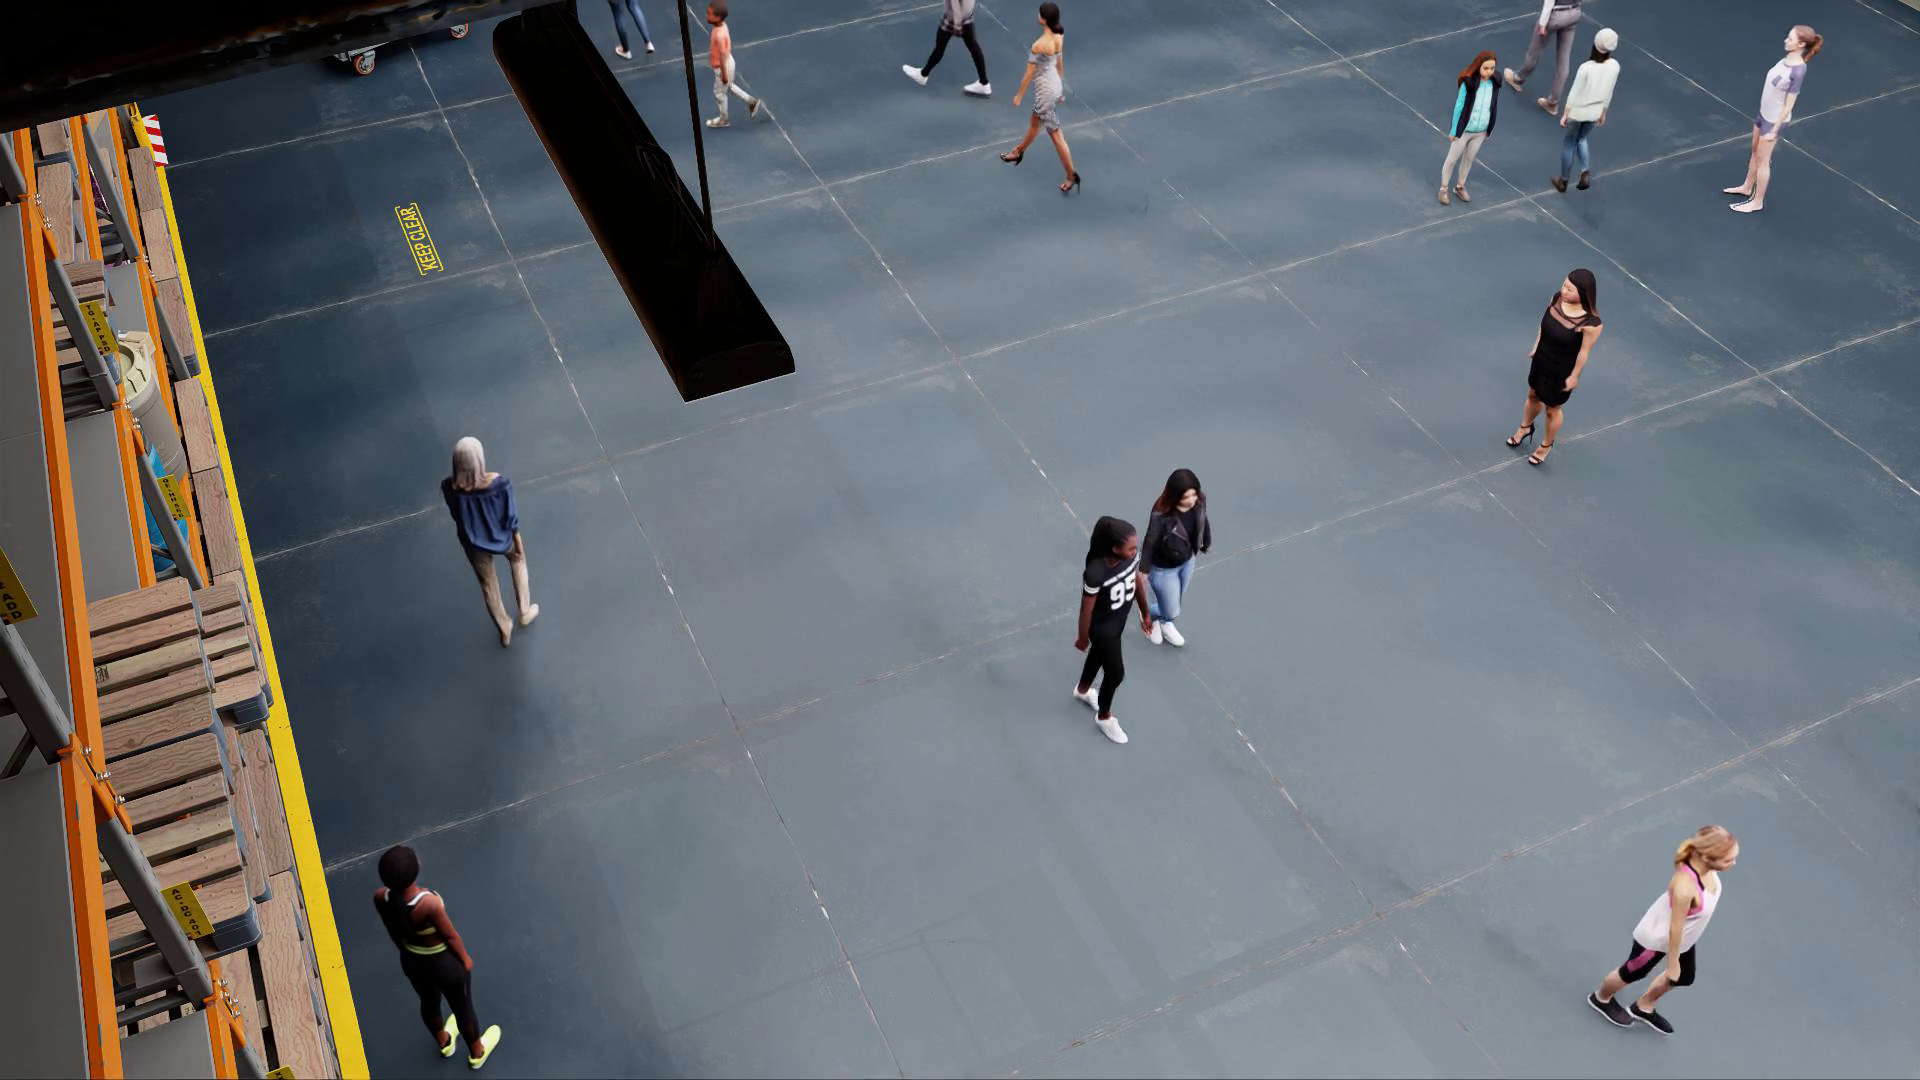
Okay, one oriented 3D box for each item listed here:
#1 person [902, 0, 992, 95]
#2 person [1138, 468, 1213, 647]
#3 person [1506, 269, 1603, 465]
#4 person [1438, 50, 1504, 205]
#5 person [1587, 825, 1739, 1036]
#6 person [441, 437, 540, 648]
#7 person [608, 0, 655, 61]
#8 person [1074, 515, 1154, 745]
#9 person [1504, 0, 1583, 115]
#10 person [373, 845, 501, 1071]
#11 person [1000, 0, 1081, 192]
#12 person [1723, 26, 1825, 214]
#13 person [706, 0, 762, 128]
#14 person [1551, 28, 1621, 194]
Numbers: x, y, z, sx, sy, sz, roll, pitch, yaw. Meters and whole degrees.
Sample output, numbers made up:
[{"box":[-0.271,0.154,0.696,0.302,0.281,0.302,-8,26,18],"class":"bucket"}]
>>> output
[{"box":[0.085,-5.218,16.542,1.205,1.729,1.123,15,46,15],"class":"person"},{"box":[1.348,0.112,11.024,0.790,1.625,0.720,-32,52,-29],"class":"person"},{"box":[4.463,-1.305,12.444,0.699,1.718,0.519,-17,46,-17],"class":"person"},{"box":[4.669,-3.786,15.207,0.624,1.500,0.638,-8,44,-8],"class":"person"},{"box":[3.671,2.057,8.877,0.801,1.769,0.740,34,53,30],"class":"person"},{"box":[-3.120,0.080,11.015,0.695,1.683,0.704,-6,44,-7],"class":"person"},{"box":[-3.457,-5.702,17.059,0.735,1.718,0.851,-30,51,-28],"class":"person"},{"box":[0.861,0.477,10.564,0.877,1.731,0.788,27,50,25],"class":"person"},{"box":[5.933,-5.089,16.278,0.754,1.908,1.067,-12,45,-12],"class":"person"},{"box":[-2.772,2.216,8.722,0.642,1.753,0.687,10,45,10],"class":"person"},{"box":[0.881,-3.989,15.224,1.188,1.769,1.007,22,48,22],"class":"person"},{"box":[7.374,-3.827,15.050,0.734,1.775,0.647,6,44,7],"class":"person"},{"box":[-2.251,-4.649,16.258,0.734,1.297,0.783,-1,44,-1],"class":"person"},{"box":[5.737,-3.861,15.185,0.643,1.637,0.764,-9,44,-10],"class":"person"}]
